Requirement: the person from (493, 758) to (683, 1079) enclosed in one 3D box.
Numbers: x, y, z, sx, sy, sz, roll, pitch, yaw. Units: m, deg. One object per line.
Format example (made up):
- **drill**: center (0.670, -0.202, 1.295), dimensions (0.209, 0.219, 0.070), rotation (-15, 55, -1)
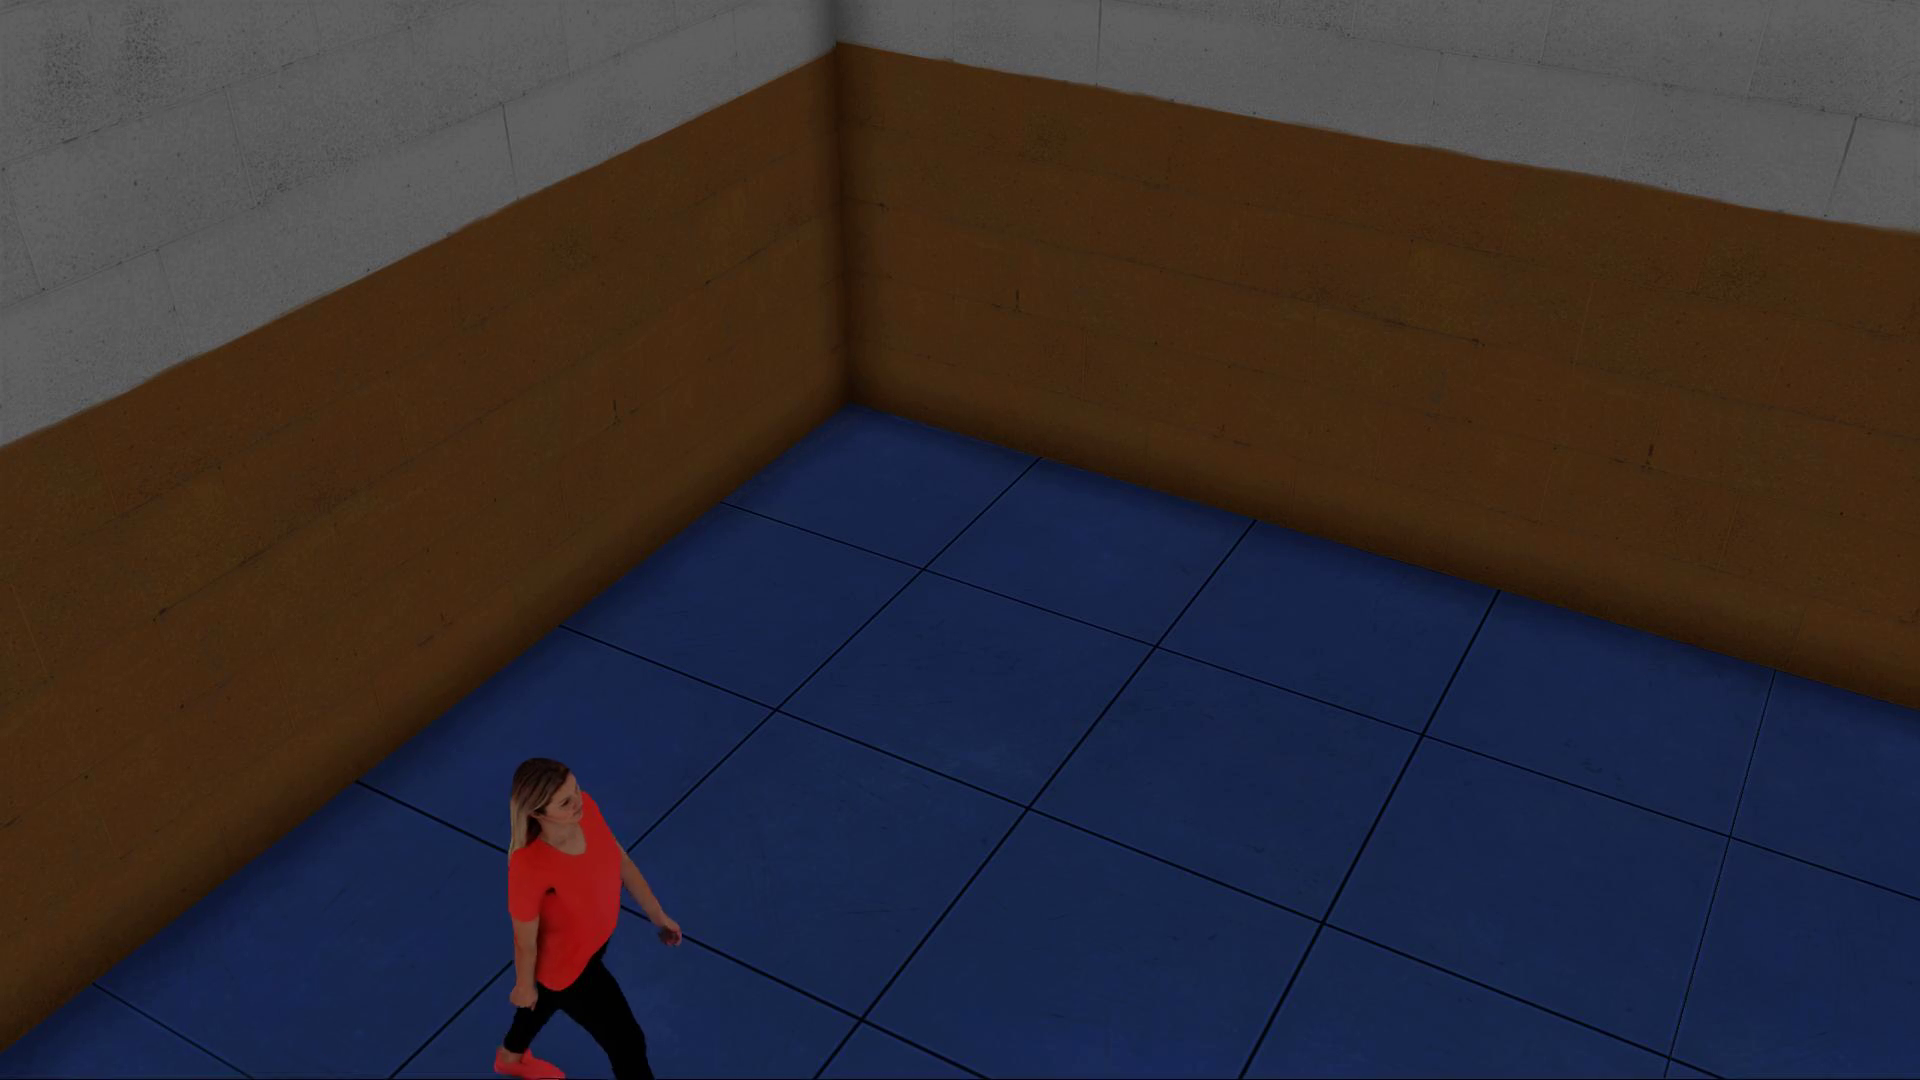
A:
- **person**: center (-1.346, 1.342, 5.454), dimensions (0.911, 1.644, 1.174), rotation (7, 34, 10)
